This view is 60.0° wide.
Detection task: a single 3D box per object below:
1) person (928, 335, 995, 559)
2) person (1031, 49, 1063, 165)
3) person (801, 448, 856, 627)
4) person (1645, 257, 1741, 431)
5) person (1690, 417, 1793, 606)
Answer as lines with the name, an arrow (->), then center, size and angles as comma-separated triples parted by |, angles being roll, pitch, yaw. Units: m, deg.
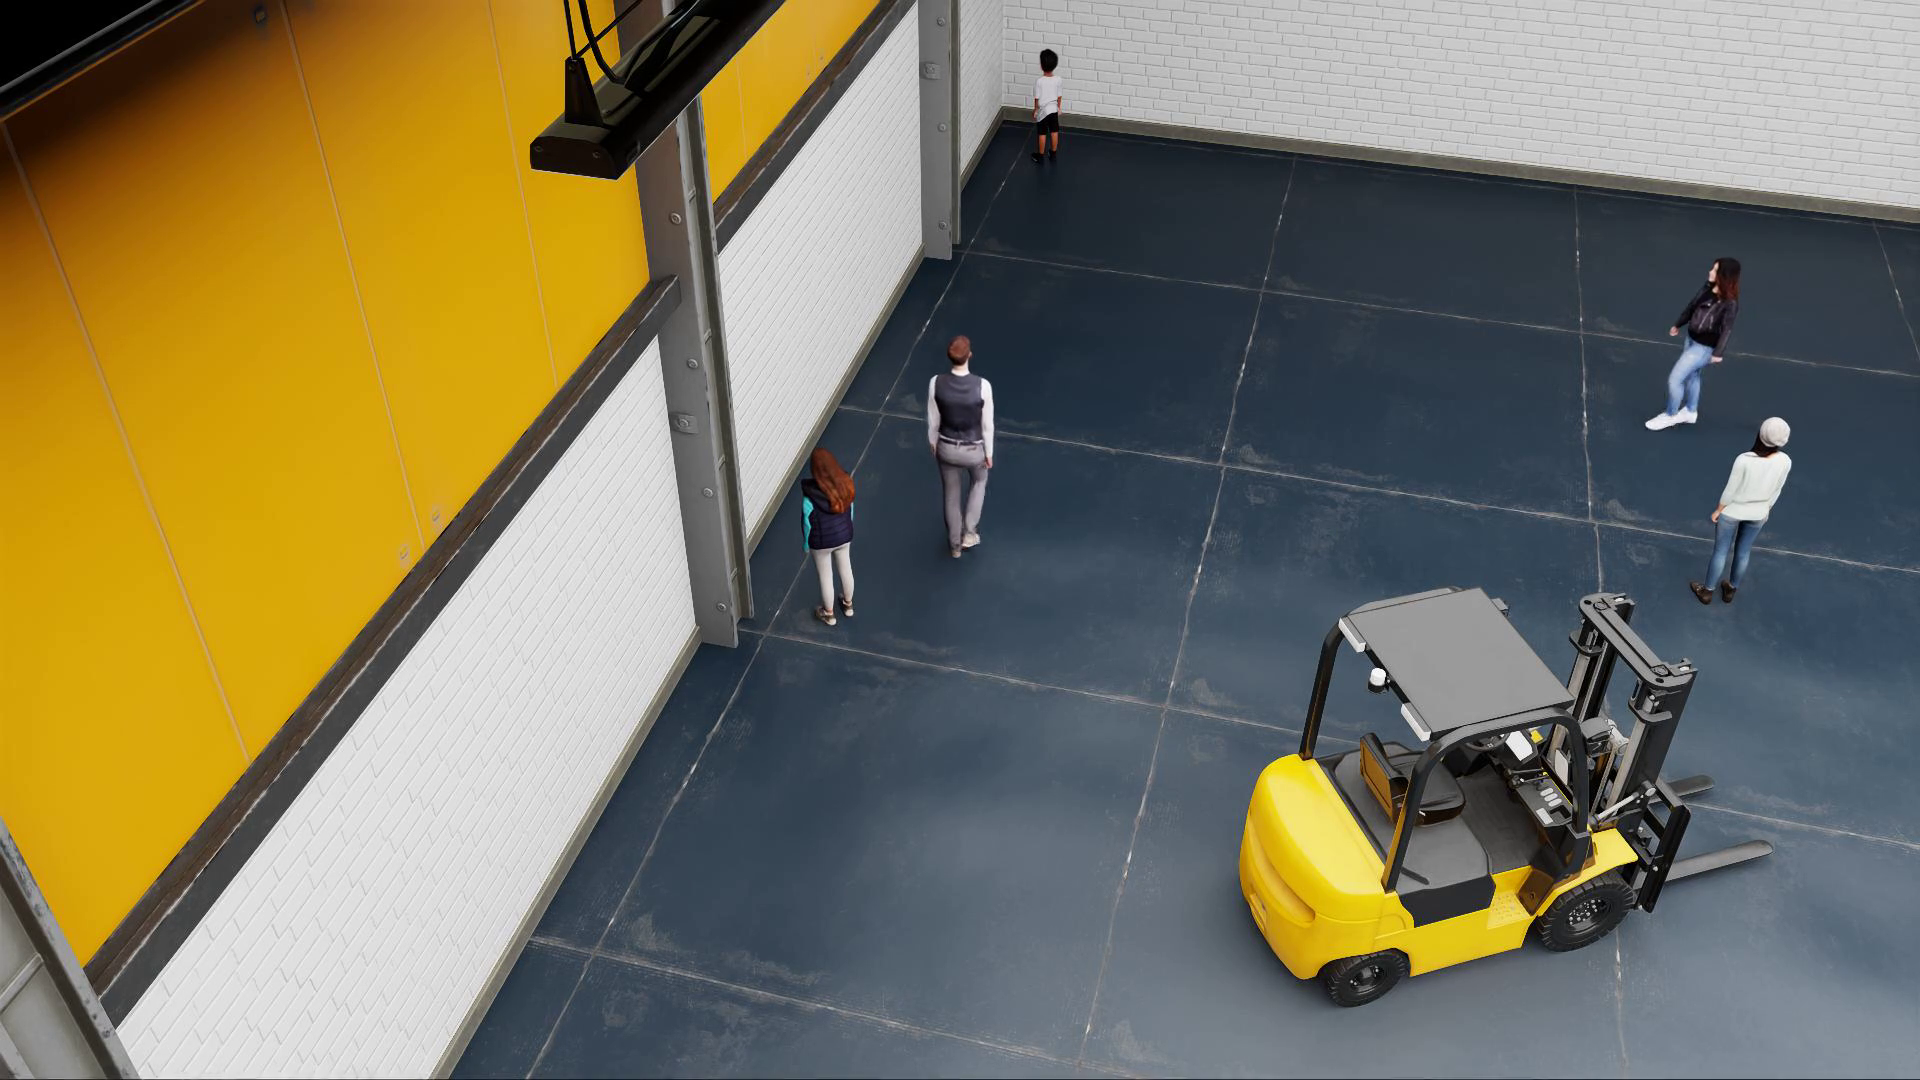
person -> -0.002, -0.638, 12.480 | 0.686, 1.921, 0.612 | 7, 39, 9
person -> 0.954, -4.721, 18.124 | 0.574, 1.259, 0.618 | -14, 41, -16
person -> -0.941, -0.030, 12.055 | 0.685, 1.501, 0.748 | -22, 43, -25
person -> 6.307, -1.649, 13.989 | 0.783, 1.618, 0.727 | 1, 39, 1
person -> 5.745, -0.221, 12.179 | 0.618, 1.645, 0.587 | 0, 39, 0
